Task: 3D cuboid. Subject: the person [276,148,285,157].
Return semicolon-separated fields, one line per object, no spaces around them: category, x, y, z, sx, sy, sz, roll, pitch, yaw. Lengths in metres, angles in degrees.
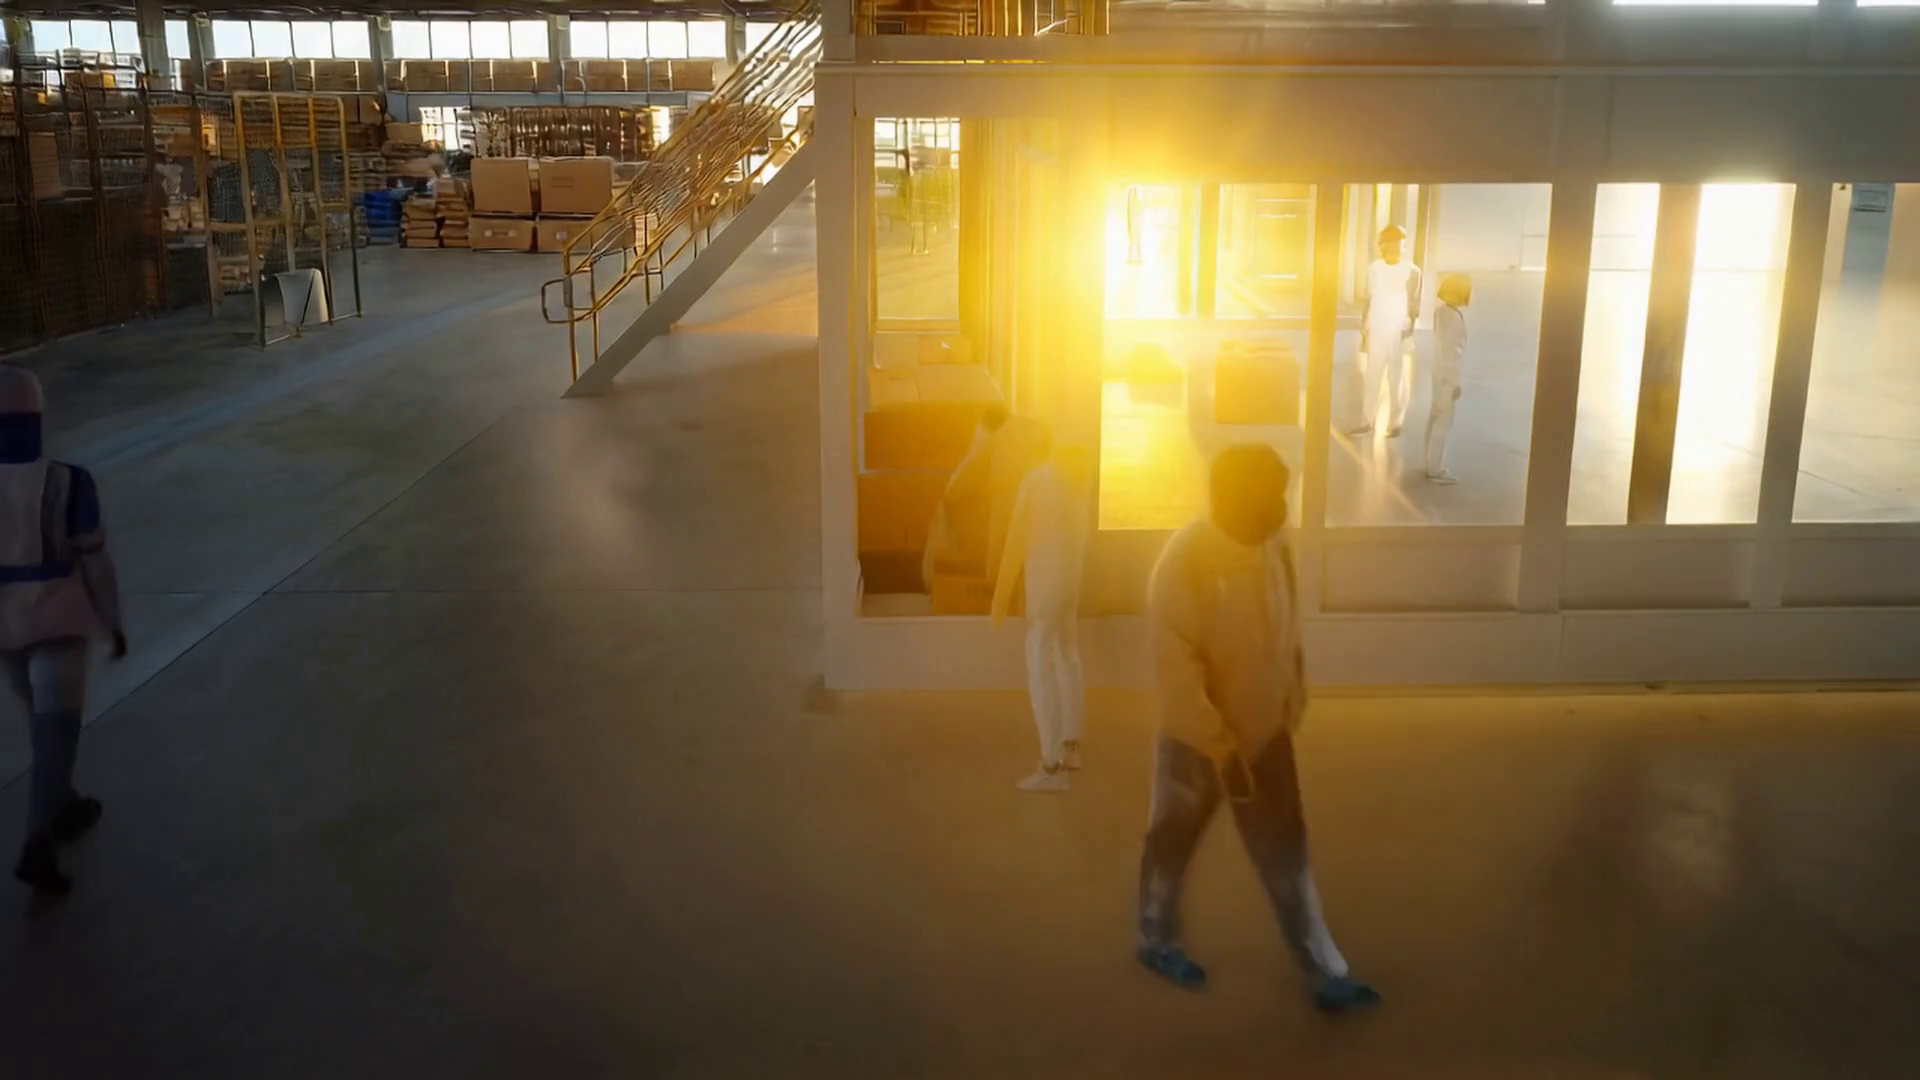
person;-37.844;-21.306;92.624;0.517;1.827;0.632;-7;16;-27

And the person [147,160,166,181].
person;-24.201;-10.613;50.195;0.540;1.678;0.661;-1;14;-2

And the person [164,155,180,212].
person;-24.880;-11.239;52.454;0.585;1.806;0.865;0;14;-2

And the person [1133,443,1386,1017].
person;0.909;0.609;5.085;0.625;1.798;0.924;-13;19;-41

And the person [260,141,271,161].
person;-31.592;-17.158;75.709;0.622;1.990;0.402;7;16;27

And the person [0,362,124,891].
person;-3.405;0.312;6.085;0.556;1.907;0.931;-3;14;-10

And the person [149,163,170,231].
person;-15.550;-6.322;32.396;0.396;1.992;0.622;-9;17;-32

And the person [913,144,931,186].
person;-1.782;-16.854;74.784;0.998;1.861;0.653;3;14;12

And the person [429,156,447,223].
person;-12.467;-8.173;39.827;1.066;1.996;0.617;6;15;21

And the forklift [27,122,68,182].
forklift;-35.376;-14.773;64.377;1.129;2.768;1.873;-1;14;-2

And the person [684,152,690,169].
person;-10.620;-14.429;65.264;0.324;1.767;0.533;-14;19;-43
